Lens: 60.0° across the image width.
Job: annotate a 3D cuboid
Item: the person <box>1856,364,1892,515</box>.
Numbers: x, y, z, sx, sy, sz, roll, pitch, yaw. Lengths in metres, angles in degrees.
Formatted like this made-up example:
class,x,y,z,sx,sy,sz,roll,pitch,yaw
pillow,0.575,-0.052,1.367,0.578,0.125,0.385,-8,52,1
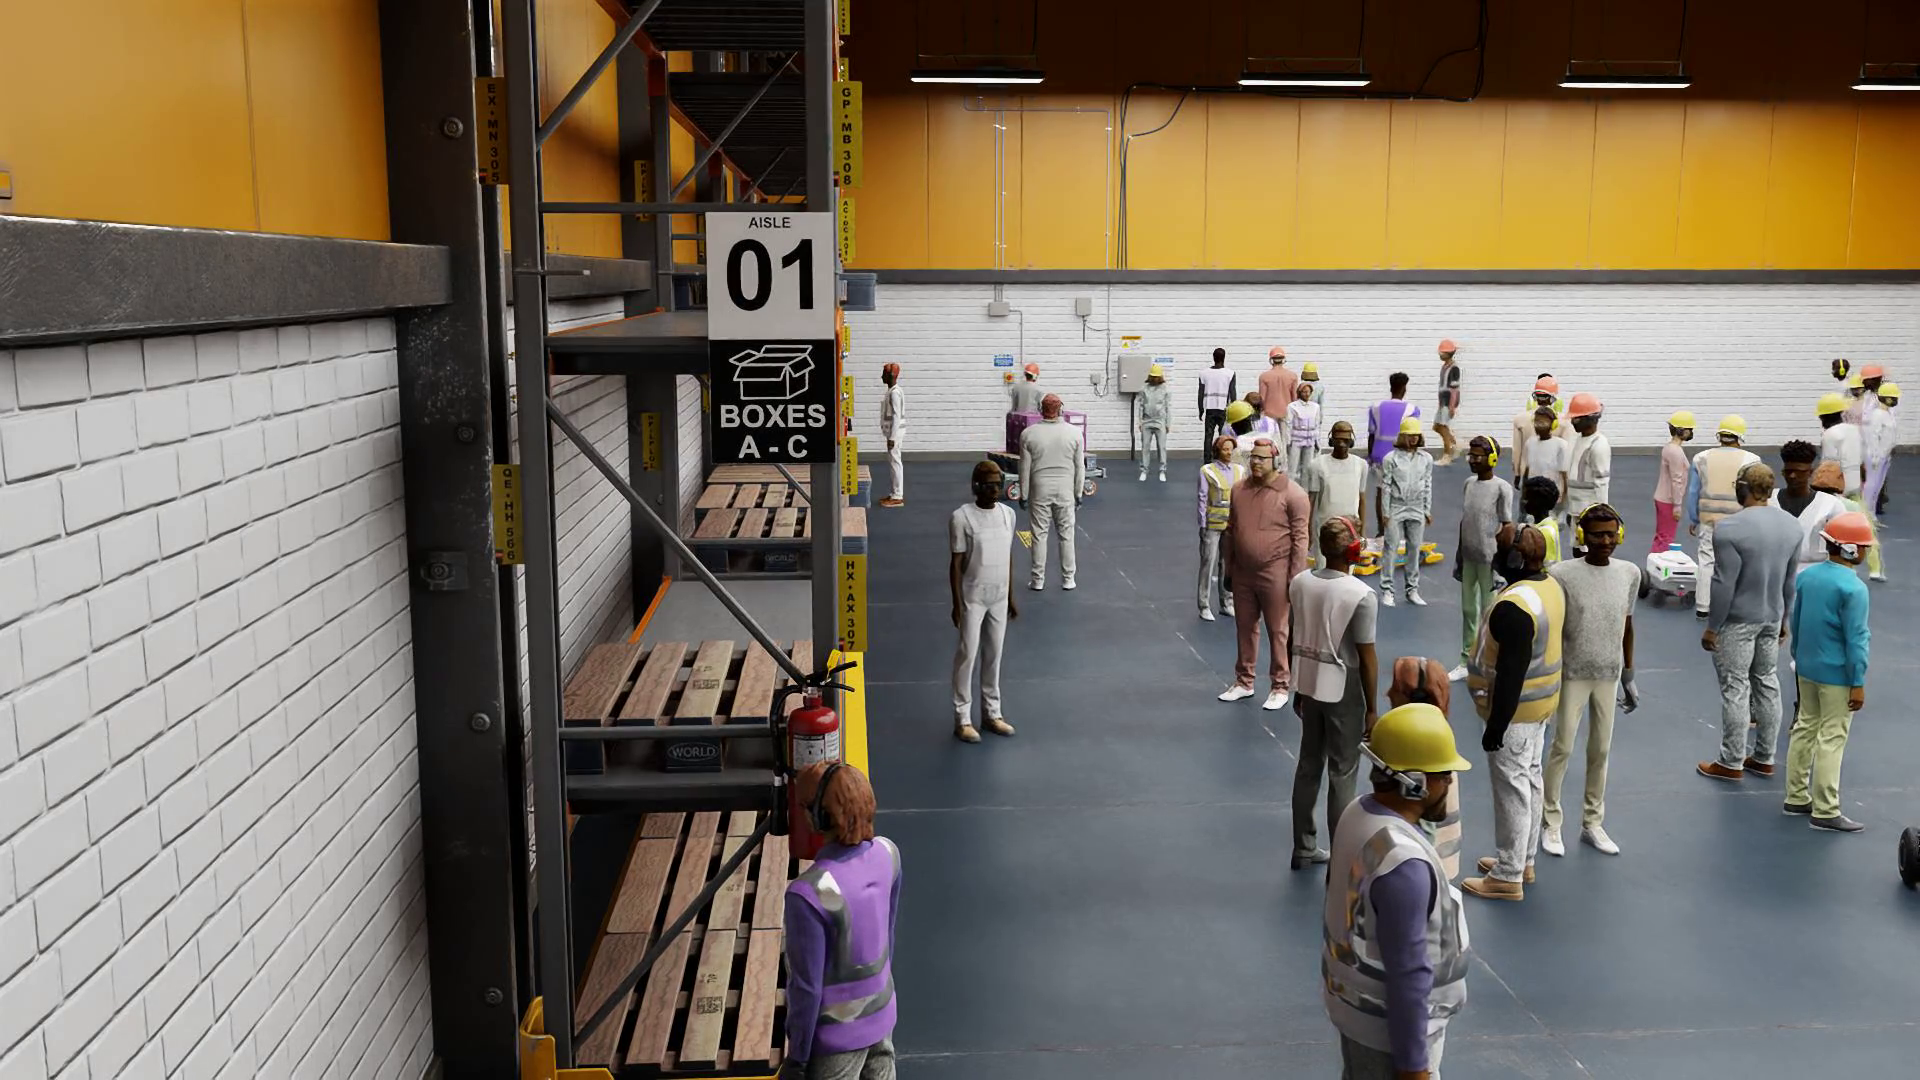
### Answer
class,x,y,z,sx,sy,sz,roll,pitch,yaw
person,11.555,-1.264,21.070,0.449,1.910,0.640,1,9,3

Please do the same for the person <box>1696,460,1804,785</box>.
class,x,y,z,sx,sy,sz,roll,pitch,yaw
person,4.714,0.492,9.945,0.635,1.937,0.352,-3,10,-20

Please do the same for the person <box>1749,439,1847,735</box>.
class,x,y,z,sx,sy,sz,roll,pitch,yaw
person,5.492,0.309,11.008,0.618,1.962,0.361,8,12,40

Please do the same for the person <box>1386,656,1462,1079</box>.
class,x,y,z,sx,sy,sz,roll,pitch,yaw
person,1.704,1.236,6.203,0.315,1.643,0.514,3,10,18

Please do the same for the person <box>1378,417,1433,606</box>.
class,x,y,z,sx,sy,sz,roll,pitch,yaw
person,4.102,-0.253,15.251,0.503,1.739,0.320,-1,9,-9

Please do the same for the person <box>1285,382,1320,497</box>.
class,x,y,z,sx,sy,sz,roll,pitch,yaw
person,4.493,-1.253,21.841,0.520,1.639,0.311,-4,10,-22

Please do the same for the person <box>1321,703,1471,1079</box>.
class,x,y,z,sx,sy,sz,roll,pitch,yaw
person,1.258,1.367,4.836,0.404,1.824,0.585,1,9,4

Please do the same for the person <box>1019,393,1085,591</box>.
class,x,y,z,sx,sy,sz,roll,pitch,yaw
person,0.878,-0.456,15.999,0.639,1.909,0.409,0,9,-2

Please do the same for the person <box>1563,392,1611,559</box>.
class,x,y,z,sx,sy,sz,roll,pitch,yaw
person,5.351,-0.252,14.303,0.398,2.039,0.605,1,9,3

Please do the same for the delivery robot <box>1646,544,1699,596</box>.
class,x,y,z,sx,sy,sz,roll,pitch,yaw
delivery robot,6.579,0.278,15.329,0.477,0.478,0.707,2,9,10

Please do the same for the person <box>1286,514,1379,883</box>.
class,x,y,z,sx,sy,sz,roll,pitch,yaw
person,1.862,0.792,8.337,0.376,1.848,0.572,-6,11,-31

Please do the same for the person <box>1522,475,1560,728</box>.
class,x,y,z,sx,sy,sz,roll,pitch,yaw
person,3.881,0.413,11.197,0.316,1.695,0.542,3,9,17

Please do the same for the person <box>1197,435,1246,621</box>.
class,x,y,z,sx,sy,sz,roll,pitch,yaw
person,2.305,-0.110,14.675,0.512,1.637,0.300,-5,10,-28

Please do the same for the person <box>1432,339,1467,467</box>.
class,x,y,z,sx,sy,sz,roll,pitch,yaw
person,7.743,-2.166,26.349,0.520,2.025,0.639,0,9,3

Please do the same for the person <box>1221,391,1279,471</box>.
class,x,y,z,sx,sy,sz,roll,pitch,yaw
person,3.016,-0.625,17.288,0.621,1.838,0.429,-1,9,-5

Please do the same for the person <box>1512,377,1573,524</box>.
class,x,y,z,sx,sy,sz,roll,pitch,yaw
person,6.002,-0.684,17.156,0.611,1.995,0.375,6,11,33

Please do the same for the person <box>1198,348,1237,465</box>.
class,x,y,z,sx,sy,sz,roll,pitch,yaw
person,3.969,-2.002,25.670,0.597,1.917,0.375,4,10,22

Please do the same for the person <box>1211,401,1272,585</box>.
class,x,y,z,sx,sy,sz,roll,pitch,yaw
person,2.630,-0.364,15.552,0.857,1.866,0.618,9,13,44

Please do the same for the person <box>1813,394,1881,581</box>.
class,x,y,z,sx,sy,sz,roll,pitch,yaw
person,8.803,-0.525,16.618,0.662,1.857,0.929,-5,10,-30

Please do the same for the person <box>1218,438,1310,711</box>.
class,x,y,z,sx,sy,sz,roll,pitch,yaw
person,2.109,0.232,11.669,0.651,1.910,0.403,9,12,43

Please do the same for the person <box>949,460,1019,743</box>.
class,x,y,z,sx,sy,sz,roll,pitch,yaw
person,0.161,0.391,10.874,0.506,1.845,0.344,-6,11,-35

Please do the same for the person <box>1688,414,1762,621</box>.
class,x,y,z,sx,sy,sz,roll,pitch,yaw
person,6.676,-0.182,14.511,0.597,1.831,0.403,7,11,36

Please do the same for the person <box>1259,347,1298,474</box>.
class,x,y,z,sx,sy,sz,roll,pitch,yaw
person,4.660,-1.840,24.443,0.609,1.986,0.393,-1,9,-5

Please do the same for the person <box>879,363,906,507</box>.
class,x,y,z,sx,sy,sz,roll,pitch,yaw
person,-0.893,-1.378,21.864,0.356,1.883,0.573,-1,9,-5

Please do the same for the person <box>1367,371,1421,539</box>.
class,x,y,z,sx,sy,sz,roll,pitch,yaw
person,4.928,-0.941,18.933,0.633,1.947,0.550,5,10,28

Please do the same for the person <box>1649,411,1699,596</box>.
class,x,y,z,sx,sy,sz,roll,pitch,yaw
person,6.796,-0.353,15.831,0.350,1.758,0.521,2,9,14

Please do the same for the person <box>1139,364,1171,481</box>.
class,x,y,z,sx,sy,sz,roll,pitch,yaw
person,2.867,-1.721,24.507,0.482,1.734,0.351,3,10,18

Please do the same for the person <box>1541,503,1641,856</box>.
class,x,y,z,sx,sy,sz,roll,pitch,yaw
person,3.294,0.726,8.697,0.533,1.868,0.310,-1,9,-4

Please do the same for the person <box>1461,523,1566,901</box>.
class,x,y,z,sx,sy,sz,roll,pitch,yaw
person,2.695,0.830,8.132,0.429,1.844,0.623,6,11,33

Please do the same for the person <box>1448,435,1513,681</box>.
class,x,y,z,sx,sy,sz,roll,pitch,yaw
person,3.819,0.163,12.232,0.326,1.872,0.518,-4,10,-25

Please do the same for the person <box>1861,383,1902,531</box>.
class,x,y,z,sx,sy,sz,roll,pitch,yaw
person,10.978,-0.991,19.798,0.328,1.767,0.532,9,13,44

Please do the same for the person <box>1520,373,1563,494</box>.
class,x,y,z,sx,sy,sz,roll,pitch,yaw
person,8.001,-1.447,22.869,0.535,1.700,0.318,9,12,43

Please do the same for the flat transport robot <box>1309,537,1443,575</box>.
class,x,y,z,sx,sy,sz,roll,pitch,yaw
flat transport robot,4.345,0.149,17.320,1.431,0.197,0.652,-8,12,-40

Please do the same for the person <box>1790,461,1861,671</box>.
class,x,y,z,sx,sy,sz,roll,pitch,yaw
person,6.555,0.211,12.667,0.501,1.632,0.280,7,11,37

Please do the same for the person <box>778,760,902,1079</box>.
class,x,y,z,sx,sy,sz,roll,pitch,yaw
person,-0.345,1.446,4.894,0.307,1.641,0.512,5,10,28

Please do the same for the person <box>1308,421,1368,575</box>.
class,x,y,z,sx,sy,sz,roll,pitch,yaw
person,3.123,-0.074,13.800,0.514,1.842,0.324,-1,9,-5

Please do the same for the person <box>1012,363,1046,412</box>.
class,x,y,z,sx,sy,sz,roll,pitch,yaw
person,1.096,-1.777,24.843,0.588,1.726,0.661,7,11,36

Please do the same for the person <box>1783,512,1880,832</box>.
class,x,y,z,sx,sy,sz,roll,pitch,yaw
person,4.812,0.709,9.151,0.337,1.753,0.572,-1,9,-4

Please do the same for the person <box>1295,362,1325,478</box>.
class,x,y,z,sx,sy,sz,roll,pitch,yaw
person,5.210,-1.788,24.877,0.493,1.743,0.295,-4,10,-25

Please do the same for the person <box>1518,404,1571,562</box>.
class,x,y,z,sx,sy,sz,roll,pitch,yaw
person,5.365,-0.316,15.246,0.323,1.868,0.553,-5,10,-30
